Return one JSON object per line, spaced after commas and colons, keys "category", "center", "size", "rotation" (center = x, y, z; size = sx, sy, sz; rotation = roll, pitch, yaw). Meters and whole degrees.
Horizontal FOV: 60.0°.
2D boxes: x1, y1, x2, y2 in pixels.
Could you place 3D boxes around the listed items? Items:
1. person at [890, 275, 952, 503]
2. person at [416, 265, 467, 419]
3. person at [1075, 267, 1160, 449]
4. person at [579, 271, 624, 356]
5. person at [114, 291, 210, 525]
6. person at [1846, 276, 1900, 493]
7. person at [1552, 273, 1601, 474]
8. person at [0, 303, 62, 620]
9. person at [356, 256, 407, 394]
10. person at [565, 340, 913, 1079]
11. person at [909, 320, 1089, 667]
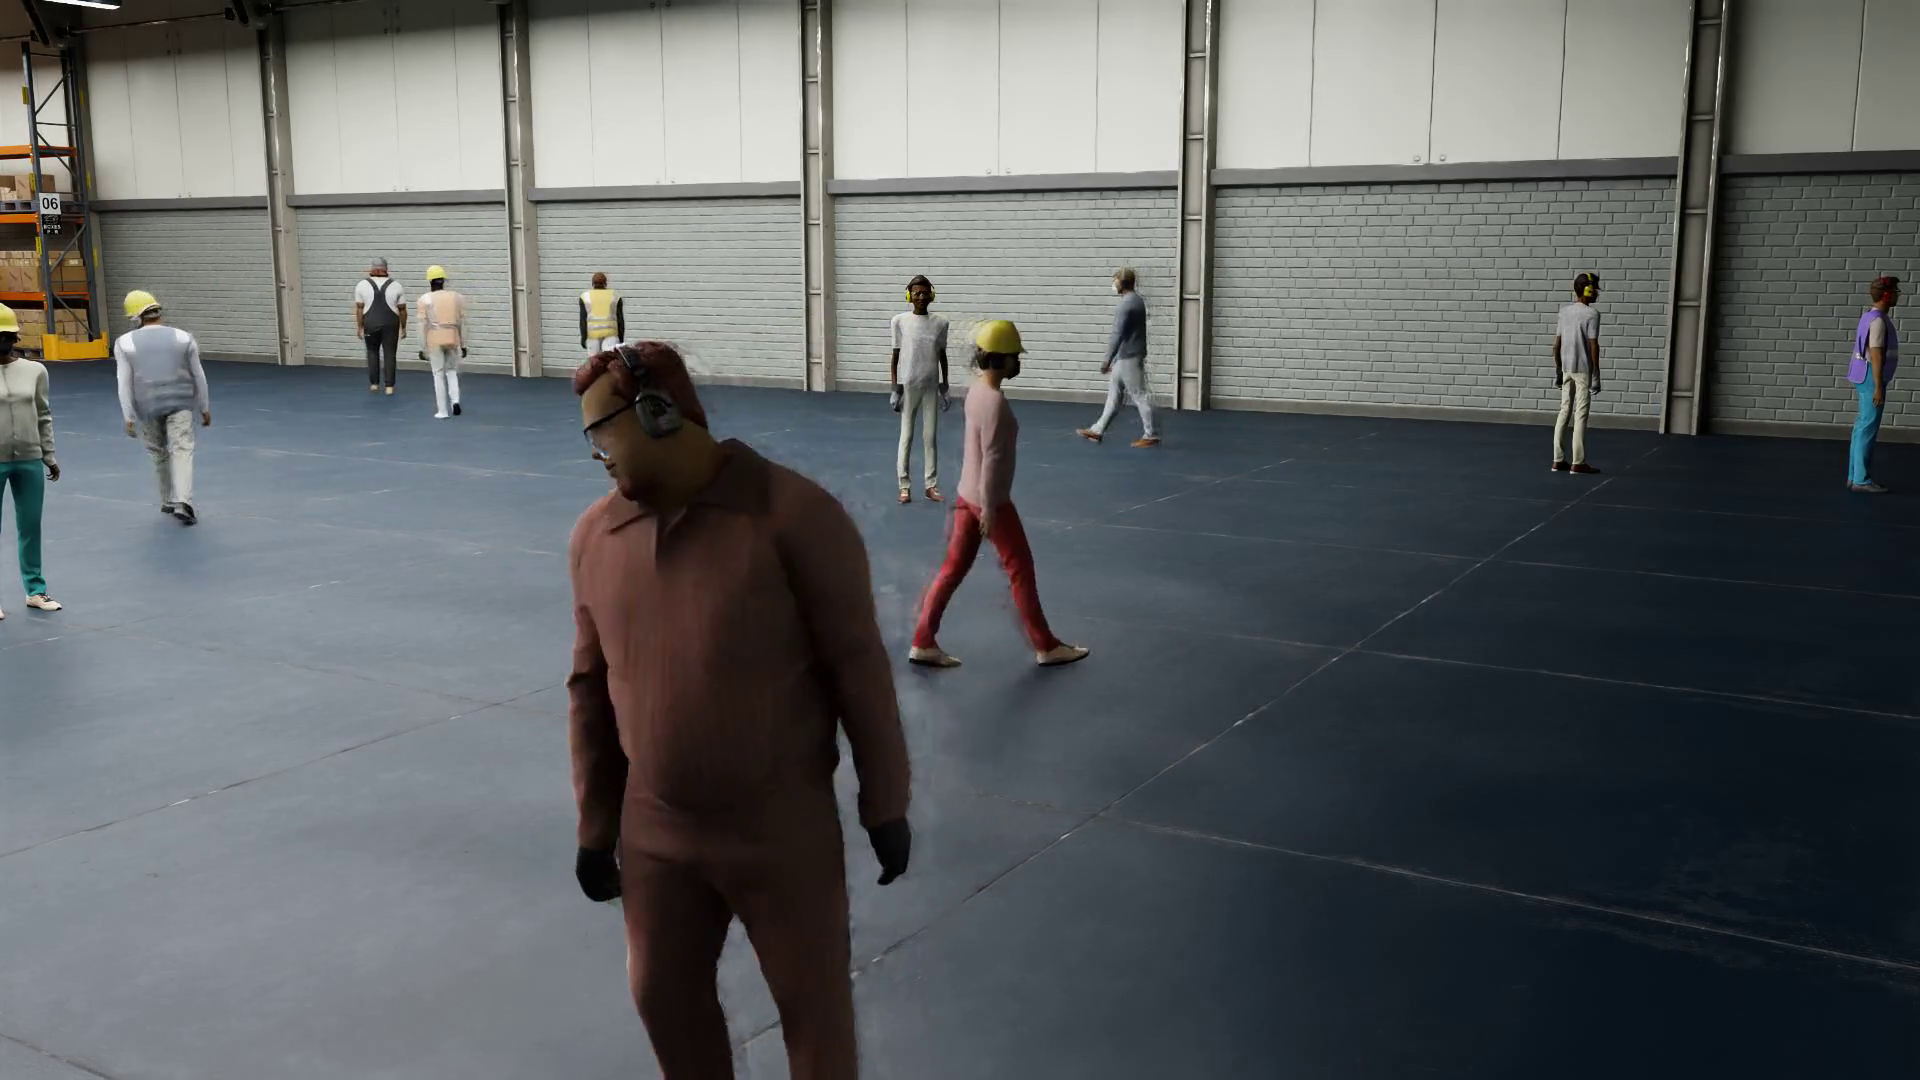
{"category": "person", "center": [-0.322, -1.238, 13.688], "size": [0.520, 1.871, 0.326], "rotation": [-3, 10, -16]}
{"category": "person", "center": [-6.469, -2.462, 20.737], "size": [0.607, 1.908, 0.420], "rotation": [-7, 12, -37]}
{"category": "person", "center": [1.676, -1.909, 17.532], "size": [0.991, 1.888, 0.653], "rotation": [3, 10, 17]}
{"category": "person", "center": [-5.178, -2.971, 24.052], "size": [0.636, 1.832, 0.724], "rotation": [-2, 10, -14]}
{"category": "person", "center": [-6.046, -1.000, 12.642], "size": [0.631, 1.774, 0.947], "rotation": [-5, 11, -26]}
{"category": "person", "center": [7.852, -1.335, 14.311], "size": [0.385, 1.849, 0.569], "rotation": [4, 10, 22]}
{"category": "person", "center": [5.775, -1.550, 15.530], "size": [0.310, 1.865, 0.535], "rotation": [-5, 11, -25]}
{"category": "person", "center": [-5.331, -0.443, 9.336], "size": [0.329, 1.767, 0.528], "rotation": [7, 12, 36]}
{"category": "person", "center": [-8.566, -3.201, 24.679], "size": [0.707, 2.000, 0.868], "rotation": [-3, 10, -17]}
{"category": "person", "center": [-0.414, 0.548, 3.273], "size": [0.790, 1.867, 0.399], "rotation": [3, 10, 18]}
{"category": "person", "center": [0.156, -0.213, 8.120], "size": [0.904, 1.714, 0.540], "rotation": [-2, 10, -13]}
